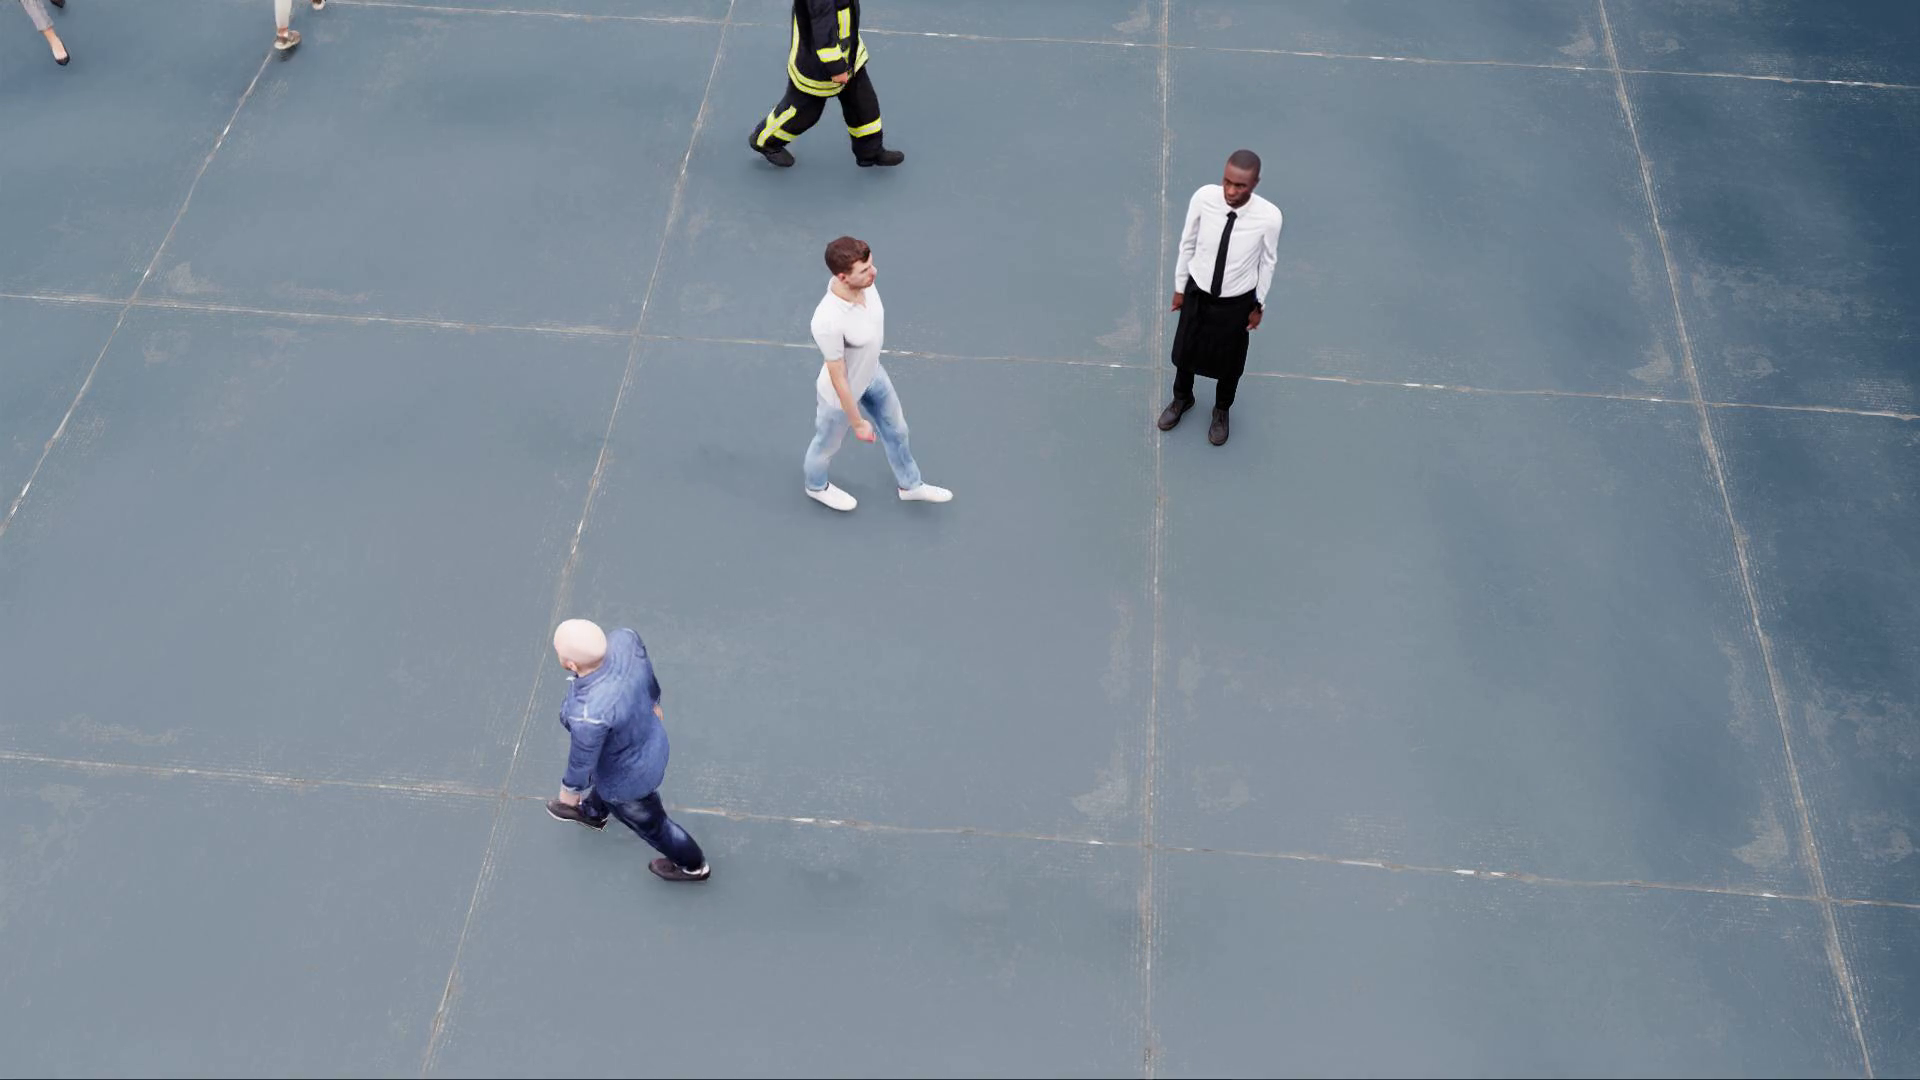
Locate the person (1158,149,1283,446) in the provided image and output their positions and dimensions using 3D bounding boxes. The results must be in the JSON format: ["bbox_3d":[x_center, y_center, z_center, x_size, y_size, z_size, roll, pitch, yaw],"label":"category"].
[{"bbox_3d":[1.324,-1.240,8.432,0.576,1.837,0.756,17,54,13],"label":"person"}]

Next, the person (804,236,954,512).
[{"bbox_3d":[-0.623,-0.765,8.077,1.074,1.817,0.840,19,55,14],"label":"person"}]

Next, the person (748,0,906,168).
[{"bbox_3d":[-0.873,-2.904,9.687,1.210,1.891,0.841,8,53,6],"label":"person"}]

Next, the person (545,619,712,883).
[{"bbox_3d":[-1.293,0.914,6.791,1.010,1.795,0.723,5,52,4],"label":"person"}]
